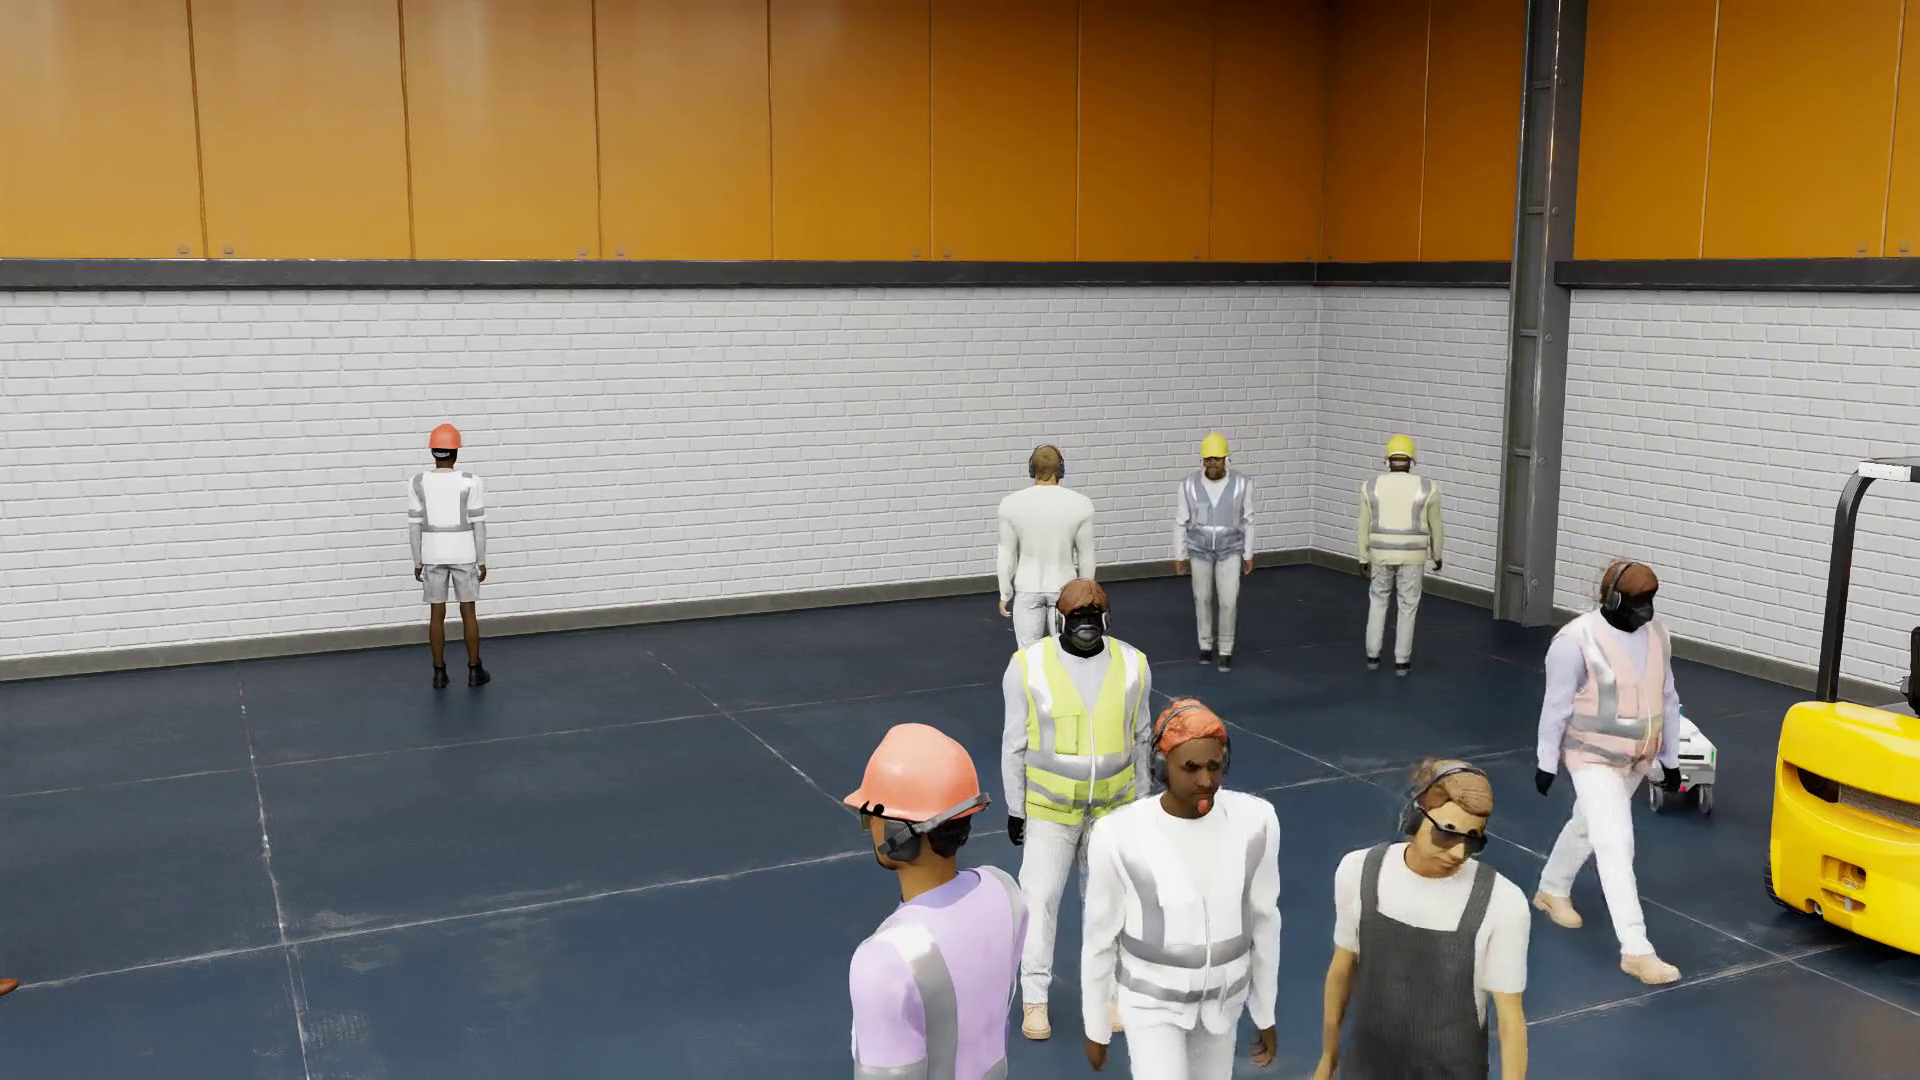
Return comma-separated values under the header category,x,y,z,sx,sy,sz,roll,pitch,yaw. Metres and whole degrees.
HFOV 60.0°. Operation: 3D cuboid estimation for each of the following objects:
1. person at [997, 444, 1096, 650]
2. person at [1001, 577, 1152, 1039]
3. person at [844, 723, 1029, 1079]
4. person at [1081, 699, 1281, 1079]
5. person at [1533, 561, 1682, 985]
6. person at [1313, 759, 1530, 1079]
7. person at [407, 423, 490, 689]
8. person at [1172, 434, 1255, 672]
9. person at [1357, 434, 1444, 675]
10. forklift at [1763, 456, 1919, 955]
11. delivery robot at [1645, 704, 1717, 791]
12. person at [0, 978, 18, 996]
category,x,y,z,sx,sy,sz,roll,pitch,yaw
person,0.555,0.347,10.735,0.635,1.936,0.350,0,9,1
person,0.476,1.058,6.621,0.621,1.845,0.429,-2,9,-11
person,-0.088,1.416,3.776,0.374,2.044,0.607,5,10,27
person,0.611,1.335,4.891,0.579,1.858,0.861,-3,10,-17
person,2.901,0.964,7.406,0.638,1.786,0.979,-4,10,-25
person,1.188,1.433,4.387,0.603,1.813,0.412,5,11,31
person,-3.727,0.120,12.143,0.547,1.938,0.378,-1,9,-6
person,1.924,0.098,12.670,0.621,1.806,0.673,2,9,12
person,3.314,0.113,12.541,0.611,1.821,0.462,4,10,24
forklift,4.857,0.731,7.561,2.313,2.155,1.214,-4,10,-25
delivery robot,4.083,1.178,9.565,0.477,0.478,0.707,1,9,8
person,-4.281,0.988,6.877,0.636,1.903,0.406,4,10,24
